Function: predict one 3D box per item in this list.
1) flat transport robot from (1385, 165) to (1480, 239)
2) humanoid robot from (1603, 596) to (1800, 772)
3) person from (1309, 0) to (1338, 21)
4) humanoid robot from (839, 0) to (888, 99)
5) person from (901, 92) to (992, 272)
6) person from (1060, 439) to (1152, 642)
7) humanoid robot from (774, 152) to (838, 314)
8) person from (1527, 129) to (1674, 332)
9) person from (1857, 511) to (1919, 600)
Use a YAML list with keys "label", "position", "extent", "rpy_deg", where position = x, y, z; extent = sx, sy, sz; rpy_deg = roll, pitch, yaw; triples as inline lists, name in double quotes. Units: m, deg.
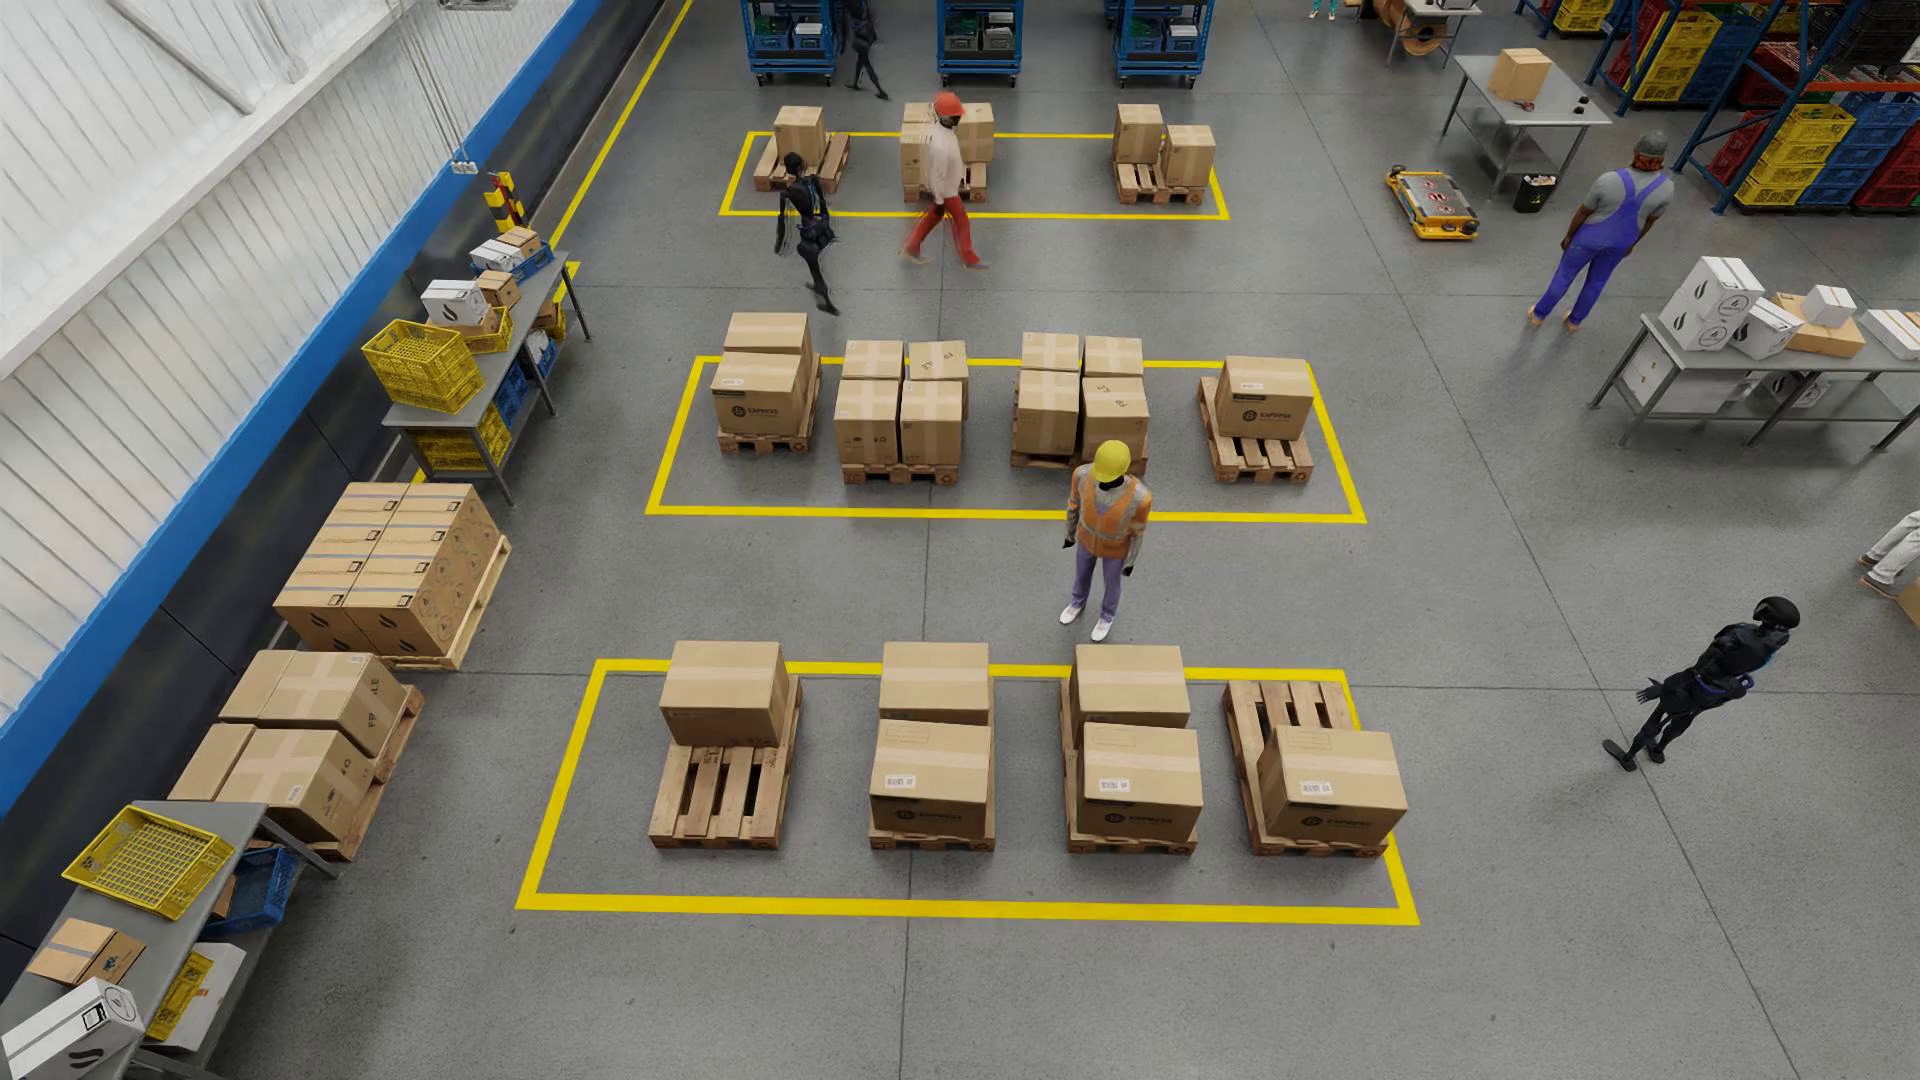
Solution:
- label: "flat transport robot"
  position: [5.692, -4.094, 11.059]
  extent: [0.652, 0.197, 1.431]
  rpy_deg: [1, 49, 1]
- label: "humanoid robot"
  position: [4.686, 0.921, 5.795]
  extent: [0.611, 1.657, 0.320]
  rpy_deg: [-9, 50, -8]
- label: "person"
  position: [6.024, -9.236, 14.536]
  extent: [0.522, 1.769, 0.316]
  rpy_deg: [14, 51, 12]
- label: "humanoid robot"
  position: [-1.333, -6.978, 12.678]
  extent: [0.729, 1.632, 0.563]
  rpy_deg: [17, 51, 14]
- label: "person"
  position: [-0.176, -3.736, 9.653]
  extent: [0.994, 1.954, 0.603]
  rpy_deg: [-2, 49, -1]
- label: "person"
  position: [0.987, 0.016, 6.433]
  extent: [0.579, 1.919, 0.397]
  rpy_deg: [25, 54, 20]
- label: "humanoid robot"
  position: [-1.542, -3.105, 9.305]
  extent: [0.671, 1.625, 0.571]
  rpy_deg: [25, 54, 20]
- label: "person"
  position: [6.277, -2.990, 8.951]
  extent: [0.679, 2.000, 0.536]
  rpy_deg: [13, 50, 11]
- label: "person"
  position: [7.446, -0.319, 6.742]
  extent: [0.357, 1.883, 0.572]
  rpy_deg: [28, 55, 22]
